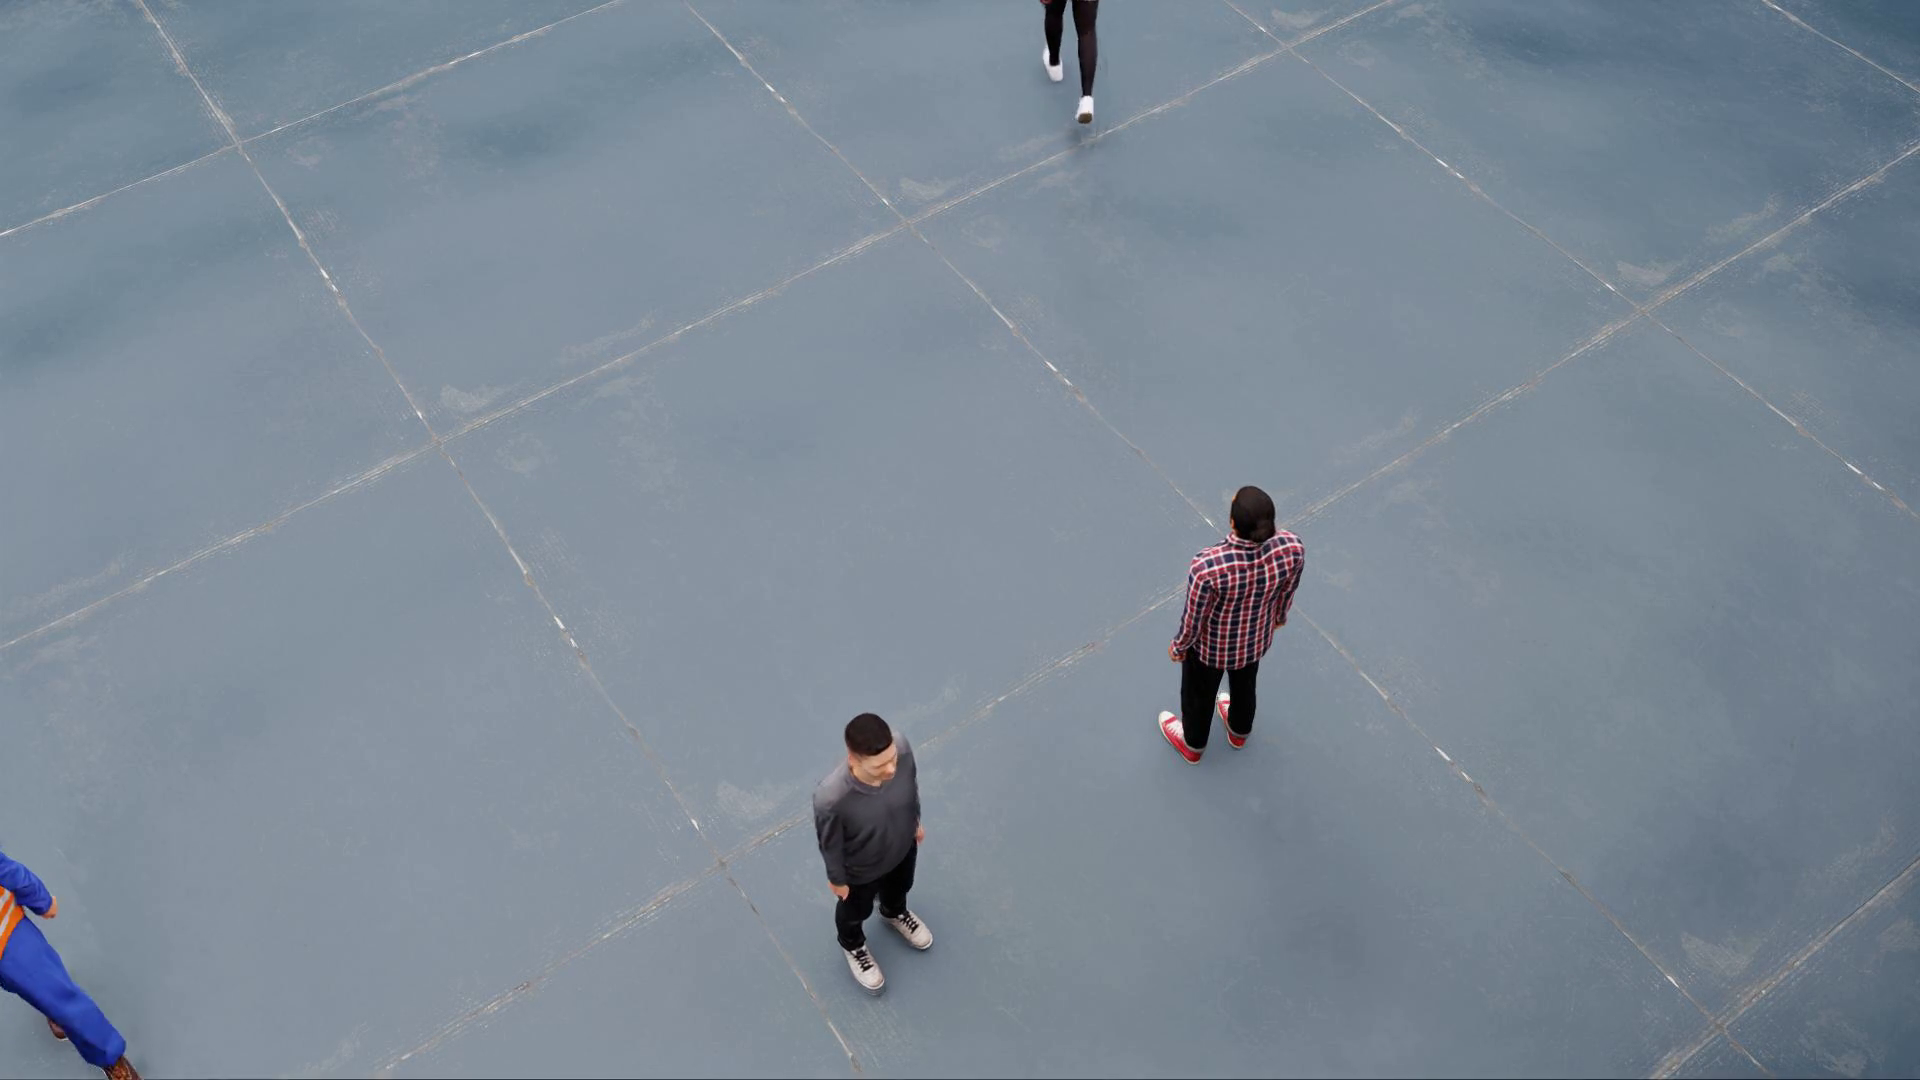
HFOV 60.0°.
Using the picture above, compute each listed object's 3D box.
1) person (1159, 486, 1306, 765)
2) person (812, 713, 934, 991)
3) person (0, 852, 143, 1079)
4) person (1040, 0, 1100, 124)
[{"bbox_3d":[1.132,0.372,7.010,0.749,1.762,0.661,-17,54,-13],"label":"person"},{"bbox_3d":[-0.339,1.167,6.395,0.655,1.760,0.593,-37,61,-25],"label":"person"},{"bbox_3d":[-3.657,1.414,6.158,0.770,1.833,1.015,-22,56,-16],"label":"person"},{"bbox_3d":[0.692,-3.301,9.866,0.982,1.743,1.211,-5,52,-3],"label":"person"}]
